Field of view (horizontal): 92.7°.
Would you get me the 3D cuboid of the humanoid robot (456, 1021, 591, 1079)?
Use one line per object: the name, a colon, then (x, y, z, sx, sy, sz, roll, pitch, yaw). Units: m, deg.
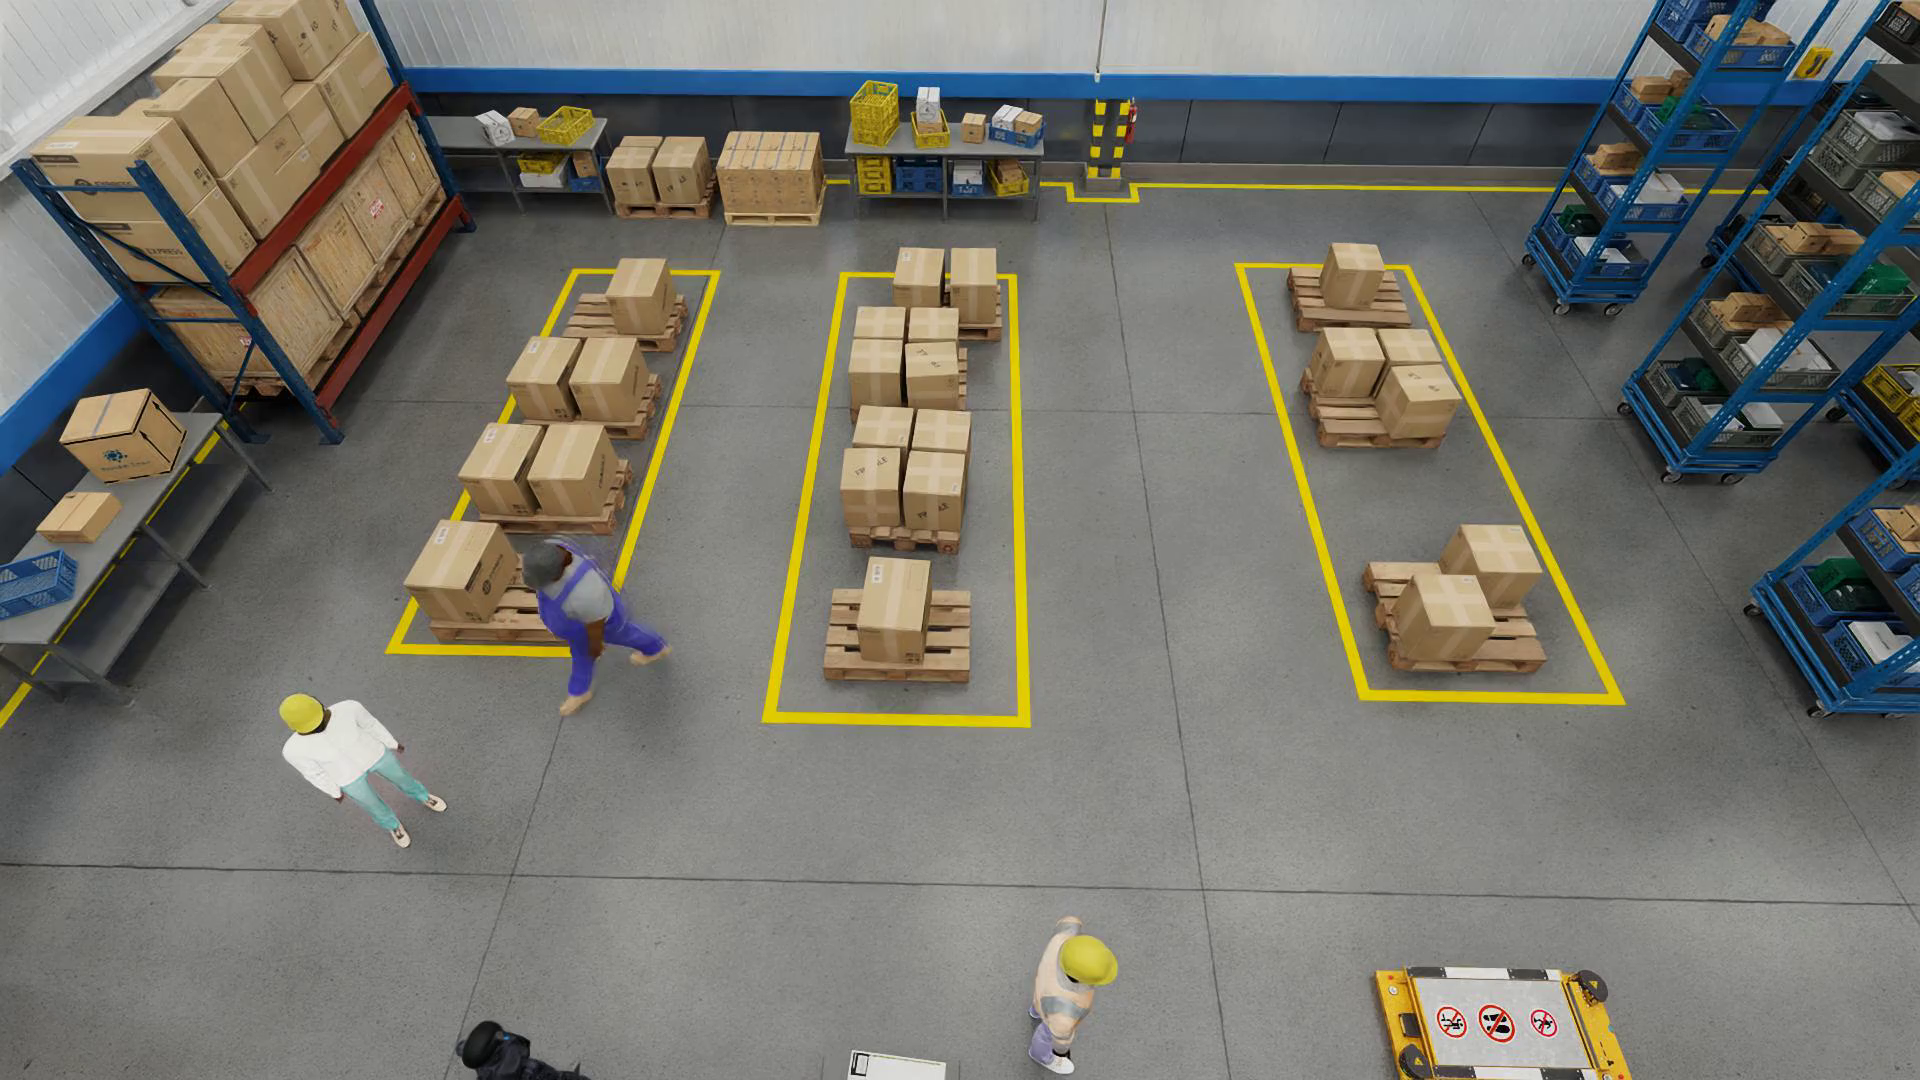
humanoid robot: (-2.396, 3.013, 5.119, 0.569, 1.649, 0.352, 9, 51, 7)

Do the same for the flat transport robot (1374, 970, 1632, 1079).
flat transport robot: (3.501, 3.133, 5.914, 1.431, 0.197, 0.652, 1, 51, 1)

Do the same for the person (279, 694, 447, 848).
person: (-4.088, 1.543, 6.260, 0.316, 1.769, 0.522, 28, 56, 21)

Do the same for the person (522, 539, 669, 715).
person: (-2.854, 0.550, 6.896, 0.750, 2.000, 0.997, 34, 58, 24)

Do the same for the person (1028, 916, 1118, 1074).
person: (0.613, 2.630, 5.272, 0.382, 1.925, 0.591, 6, 51, 5)
